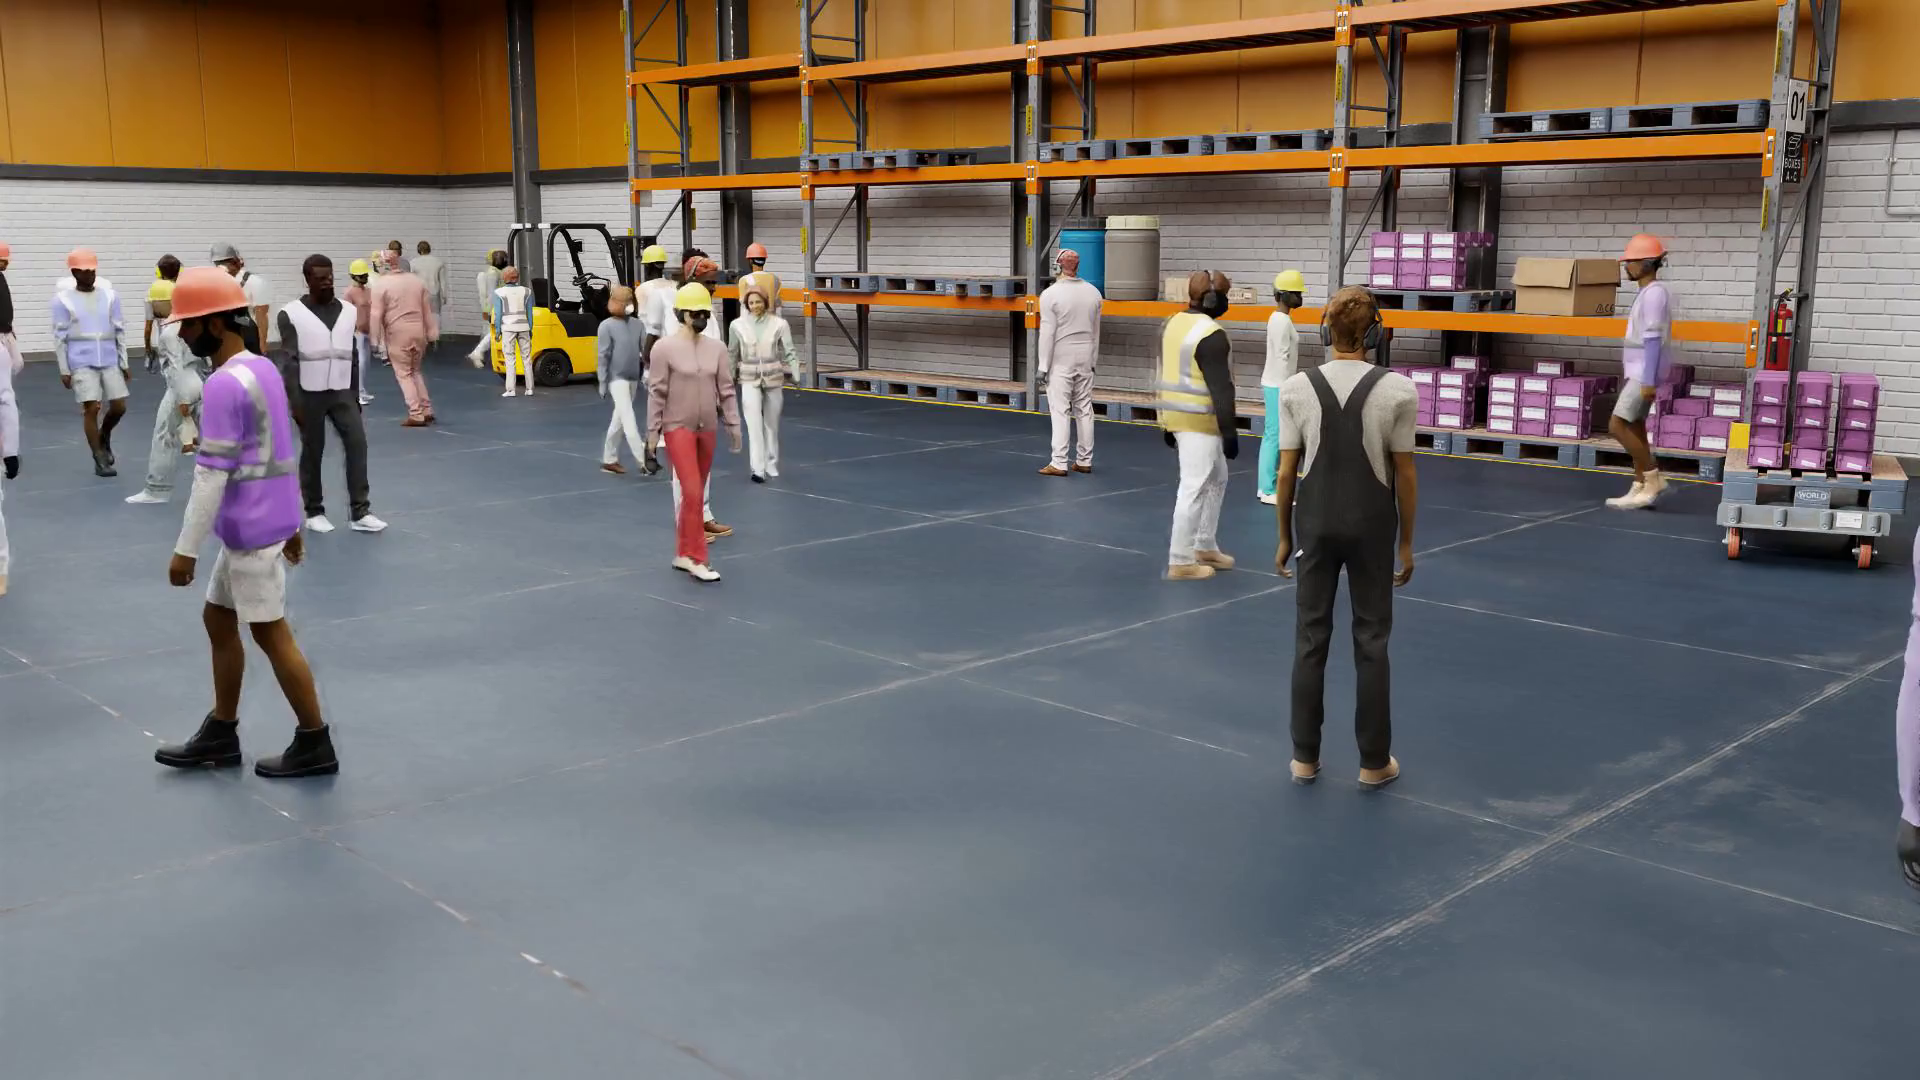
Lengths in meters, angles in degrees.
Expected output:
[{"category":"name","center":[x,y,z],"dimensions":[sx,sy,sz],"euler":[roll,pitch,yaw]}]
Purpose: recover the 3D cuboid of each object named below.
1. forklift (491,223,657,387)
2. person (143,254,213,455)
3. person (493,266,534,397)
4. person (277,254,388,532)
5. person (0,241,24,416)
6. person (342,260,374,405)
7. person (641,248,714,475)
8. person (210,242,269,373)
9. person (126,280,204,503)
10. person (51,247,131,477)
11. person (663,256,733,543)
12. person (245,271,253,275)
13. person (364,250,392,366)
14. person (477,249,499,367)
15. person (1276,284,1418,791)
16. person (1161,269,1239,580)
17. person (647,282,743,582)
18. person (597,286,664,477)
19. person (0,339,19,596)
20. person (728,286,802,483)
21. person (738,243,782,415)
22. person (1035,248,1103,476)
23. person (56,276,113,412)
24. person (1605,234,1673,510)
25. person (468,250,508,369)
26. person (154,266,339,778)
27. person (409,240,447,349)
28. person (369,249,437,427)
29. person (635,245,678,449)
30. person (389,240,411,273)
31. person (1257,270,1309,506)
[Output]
[{"category":"forklift","center":[-5.316,-3.263,22.920],"dimensions":[2.313,2.155,1.214],"euler":[-10,14,-44]},{"category":"person","center":[-7.312,-1.731,15.521],"dimensions":[0.554,1.839,0.763],"euler":[-6,12,-31]},{"category":"person","center":[-5.585,-2.603,20.843],"dimensions":[0.515,1.636,0.314],"euler":[-8,13,-36]},{"category":"person","center":[-4.230,-0.968,11.228],"dimensions":[0.802,1.889,0.614],"euler":[8,13,37]},{"category":"person","center":[-10.745,-2.341,18.543],"dimensions":[0.524,1.962,0.641],"euler":[-3,11,-14]},{"category":"person","center":[-7.207,-2.491,20.012],"dimensions":[0.503,1.732,0.654],"euler":[3,11,15]},{"category":"person","center":[-2.322,-1.391,13.446],"dimensions":[0.686,1.923,0.670],"euler":[-8,13,-36]},{"category":"person","center":[-7.623,-2.208,17.586],"dimensions":[0.681,2.000,1.129],"euler":[1,10,4]},{"category":"person","center":[-5.855,-1.118,12.597],"dimensions":[0.911,1.695,0.491],"euler":[-1,10,-3]},{"category":"person","center":[-7.319,-1.499,14.027],"dimensions":[0.524,1.927,0.559],"euler":[10,14,43]},{"category":"person","center":[-1.735,-0.926,11.028],"dimensions":[0.353,1.883,0.573],"euler":[3,11,17]},{"category":"person","center":[-7.908,-2.166,18.467],"dimensions":[0.504,1.631,0.279],"euler":[7,13,35]},{"category":"person","center":[-9.092,-3.659,26.159],"dimensions":[0.583,1.802,0.888],"euler":[-7,13,-34]},{"category":"person","center":[-7.197,-3.555,25.606],"dimensions":[0.538,1.829,0.605],"euler":[4,11,22]},{"category":"person","center":[1.406,-0.001,6.083],"dimensions":[0.505,1.847,0.347],"euler":[4,11,22]},{"category":"person","center":[1.493,-0.670,9.787],"dimensions":[0.630,1.821,0.657],"euler":[-3,11,-14]},{"category":"person","center":[-1.502,-0.625,9.741],"dimensions":[0.553,1.736,0.739],"euler":[-10,14,-43]},{"category":"person","center":[-2.743,-1.320,13.950],"dimensions":[0.828,1.592,0.523],"euler":[6,12,30]},{"category":"person","center":[-5.418,-0.507,8.979],"dimensions":[0.635,1.801,0.938],"euler":[-4,11,-19]},{"category":"person","center":[-1.610,-1.270,13.652],"dimensions":[0.578,1.593,0.820],"euler":[-1,10,-8]},{"category":"person","center":[-2.265,-2.361,18.699],"dimensions":[0.551,1.935,0.375],"euler":[-9,14,-40]},{"category":"person","center":[0.892,-1.492,14.043],"dimensions":[0.638,1.911,0.402],"euler":[-7,13,-35]},{"category":"person","center":[-9.869,-2.333,18.811],"dimensions":[0.609,1.828,0.985],"euler":[-6,12,-30]},{"category":"person","center":[4.957,-1.206,12.158],"dimensions":[0.422,2.025,0.642],"euler":[3,11,18]},{"category":"person","center":[-7.014,-3.463,25.084],"dimensions":[0.891,1.811,0.657],"euler":[-1,10,-8]},{"category":"person","center":[-2.680,-0.038,6.107],"dimensions":[0.702,1.903,0.567],"euler":[-2,11,-11]},{"category":"person","center":[-9.456,-4.341,29.512],"dimensions":[0.658,1.928,0.418],"euler":[-6,12,-29]},{"category":"person","center":[-5.894,-2.127,17.606],"dimensions":[0.538,1.870,0.664],"euler":[6,12,29]},{"category":"person","center":[-2.873,-1.835,15.857],"dimensions":[0.385,1.925,0.592],"euler":[7,13,35]},{"category":"person","center":[-9.375,-4.026,27.777],"dimensions":[0.631,1.940,0.372],"euler":[4,11,21]},{"category":"person","center":[2.437,-1.143,12.536],"dimensions":[0.330,1.765,0.533],"euler":[1,10,7]}]
